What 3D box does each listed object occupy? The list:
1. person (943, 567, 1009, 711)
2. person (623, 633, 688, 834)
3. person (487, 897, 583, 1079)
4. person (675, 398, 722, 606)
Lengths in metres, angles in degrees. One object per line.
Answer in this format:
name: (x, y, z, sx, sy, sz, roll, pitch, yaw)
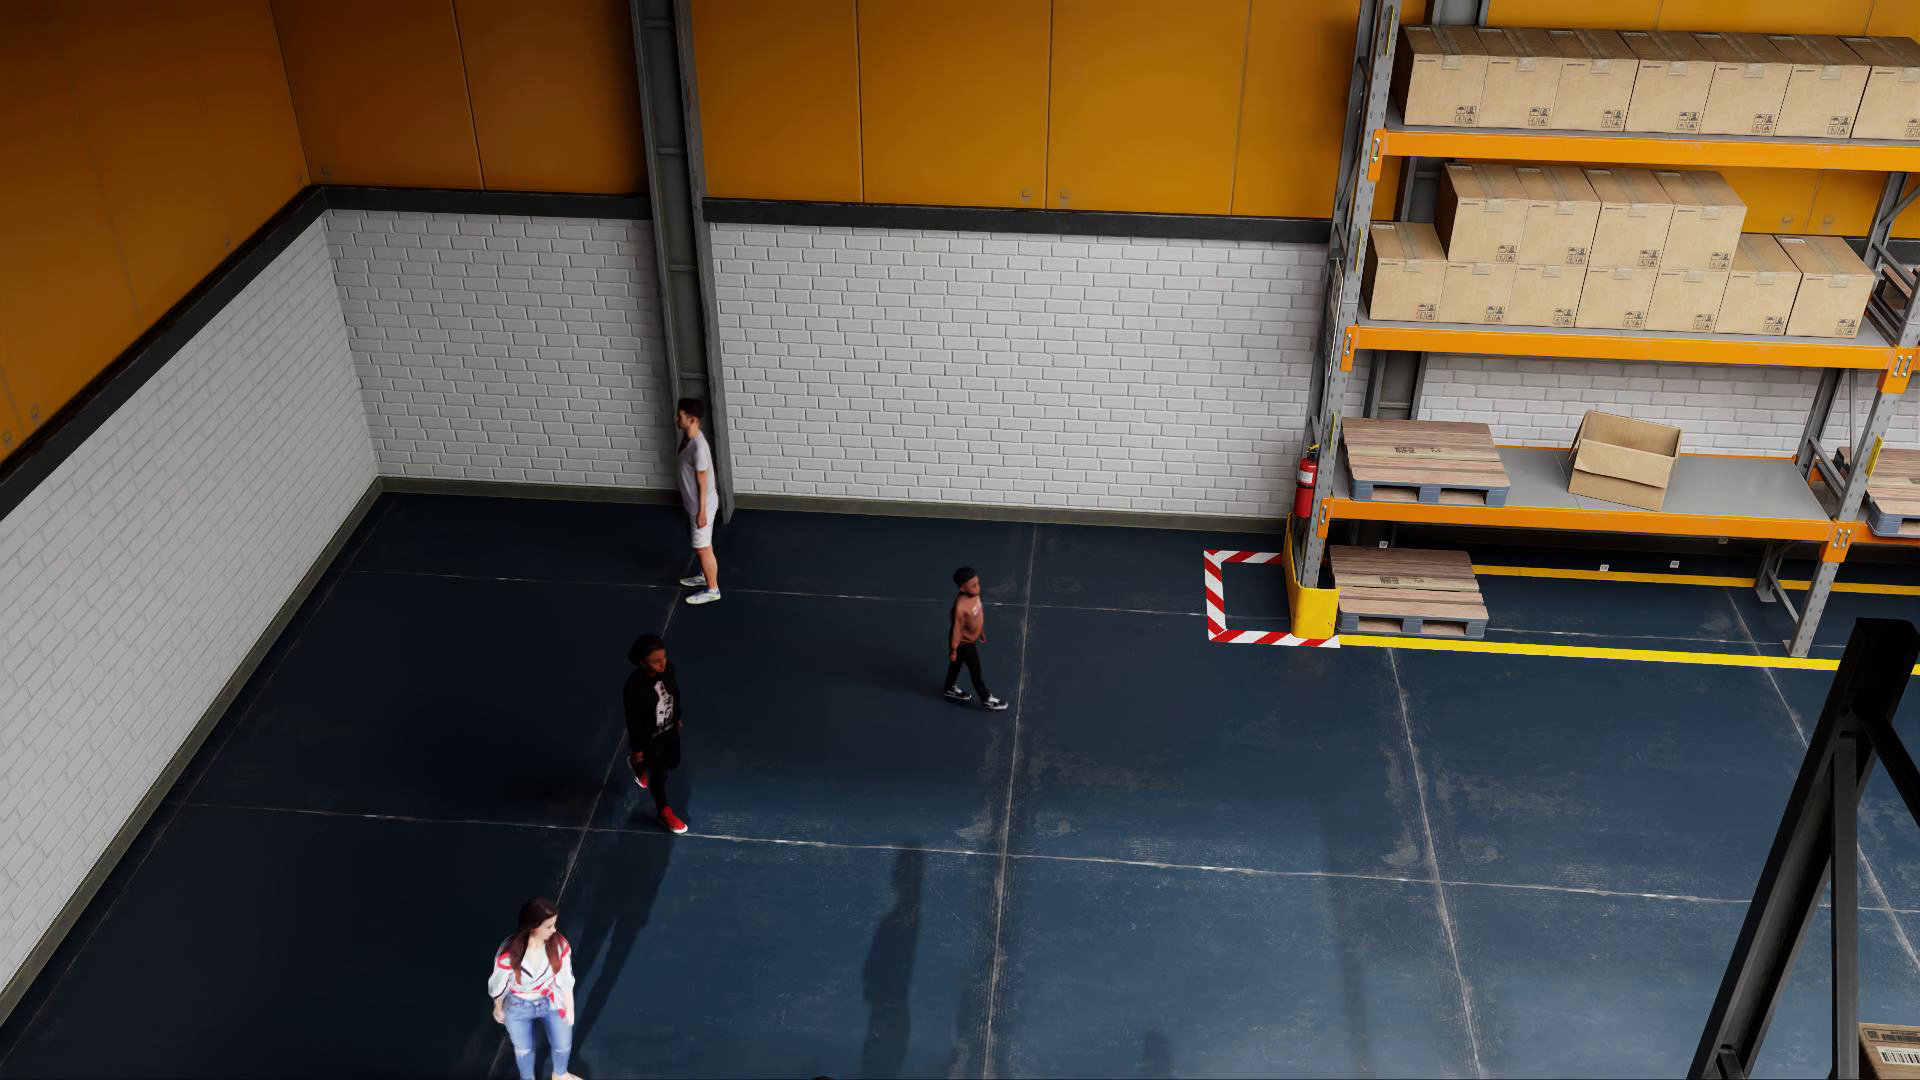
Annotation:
person: (-0.013, 0.734, 12.774, 0.845, 1.236, 0.661, 12, 35, 17)
person: (-2.166, 1.291, 11.556, 0.898, 1.657, 1.005, -29, 43, -36)
person: (-2.499, 2.650, 9.565, 0.647, 1.598, 0.850, -4, 34, -6)
person: (-2.150, -0.357, 13.858, 0.792, 1.853, 0.804, -12, 36, -18)
